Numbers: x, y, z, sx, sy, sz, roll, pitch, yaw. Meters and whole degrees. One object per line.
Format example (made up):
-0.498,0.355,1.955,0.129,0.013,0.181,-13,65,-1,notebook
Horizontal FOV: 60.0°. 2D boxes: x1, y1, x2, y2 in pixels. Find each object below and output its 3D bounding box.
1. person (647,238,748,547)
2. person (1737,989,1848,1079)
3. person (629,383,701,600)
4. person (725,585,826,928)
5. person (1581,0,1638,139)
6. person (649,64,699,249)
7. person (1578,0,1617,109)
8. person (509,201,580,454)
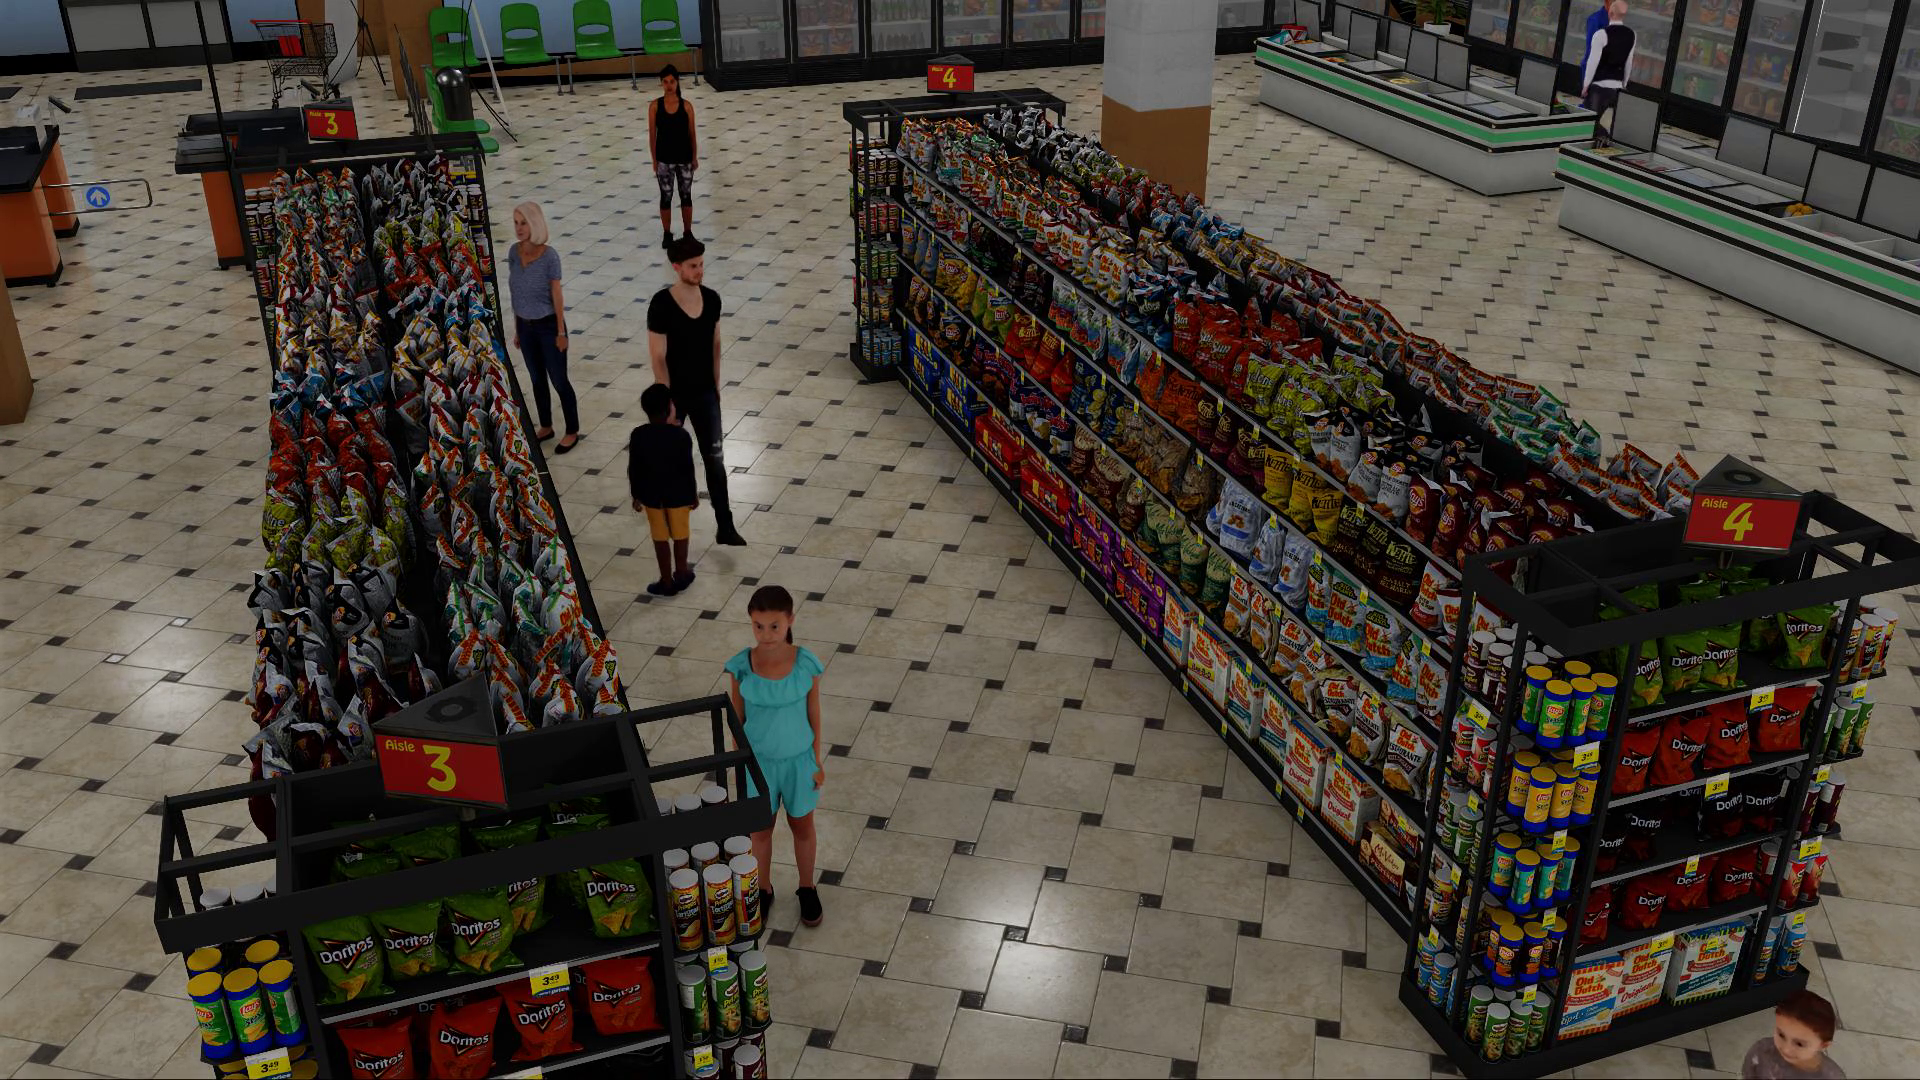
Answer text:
-1.694,-0.899,9.988,0.885,1.844,1.314,-16,31,-29,person
2.593,1.887,5.220,0.698,1.185,0.706,-23,35,-38,person
-1.669,-0.272,9.390,0.609,1.266,0.640,-4,27,-7,person
-0.738,0.883,6.790,0.610,1.558,0.624,-1,27,-3,person
6.868,-4.754,17.645,0.715,1.793,1.138,-10,29,-20,person
-2.653,-3.559,15.436,0.598,1.659,0.535,-6,28,-12,person
7.104,-5.308,18.728,0.897,1.802,1.012,-19,32,-32,person
-2.814,-1.437,11.182,0.630,1.722,0.706,15,30,26,person
